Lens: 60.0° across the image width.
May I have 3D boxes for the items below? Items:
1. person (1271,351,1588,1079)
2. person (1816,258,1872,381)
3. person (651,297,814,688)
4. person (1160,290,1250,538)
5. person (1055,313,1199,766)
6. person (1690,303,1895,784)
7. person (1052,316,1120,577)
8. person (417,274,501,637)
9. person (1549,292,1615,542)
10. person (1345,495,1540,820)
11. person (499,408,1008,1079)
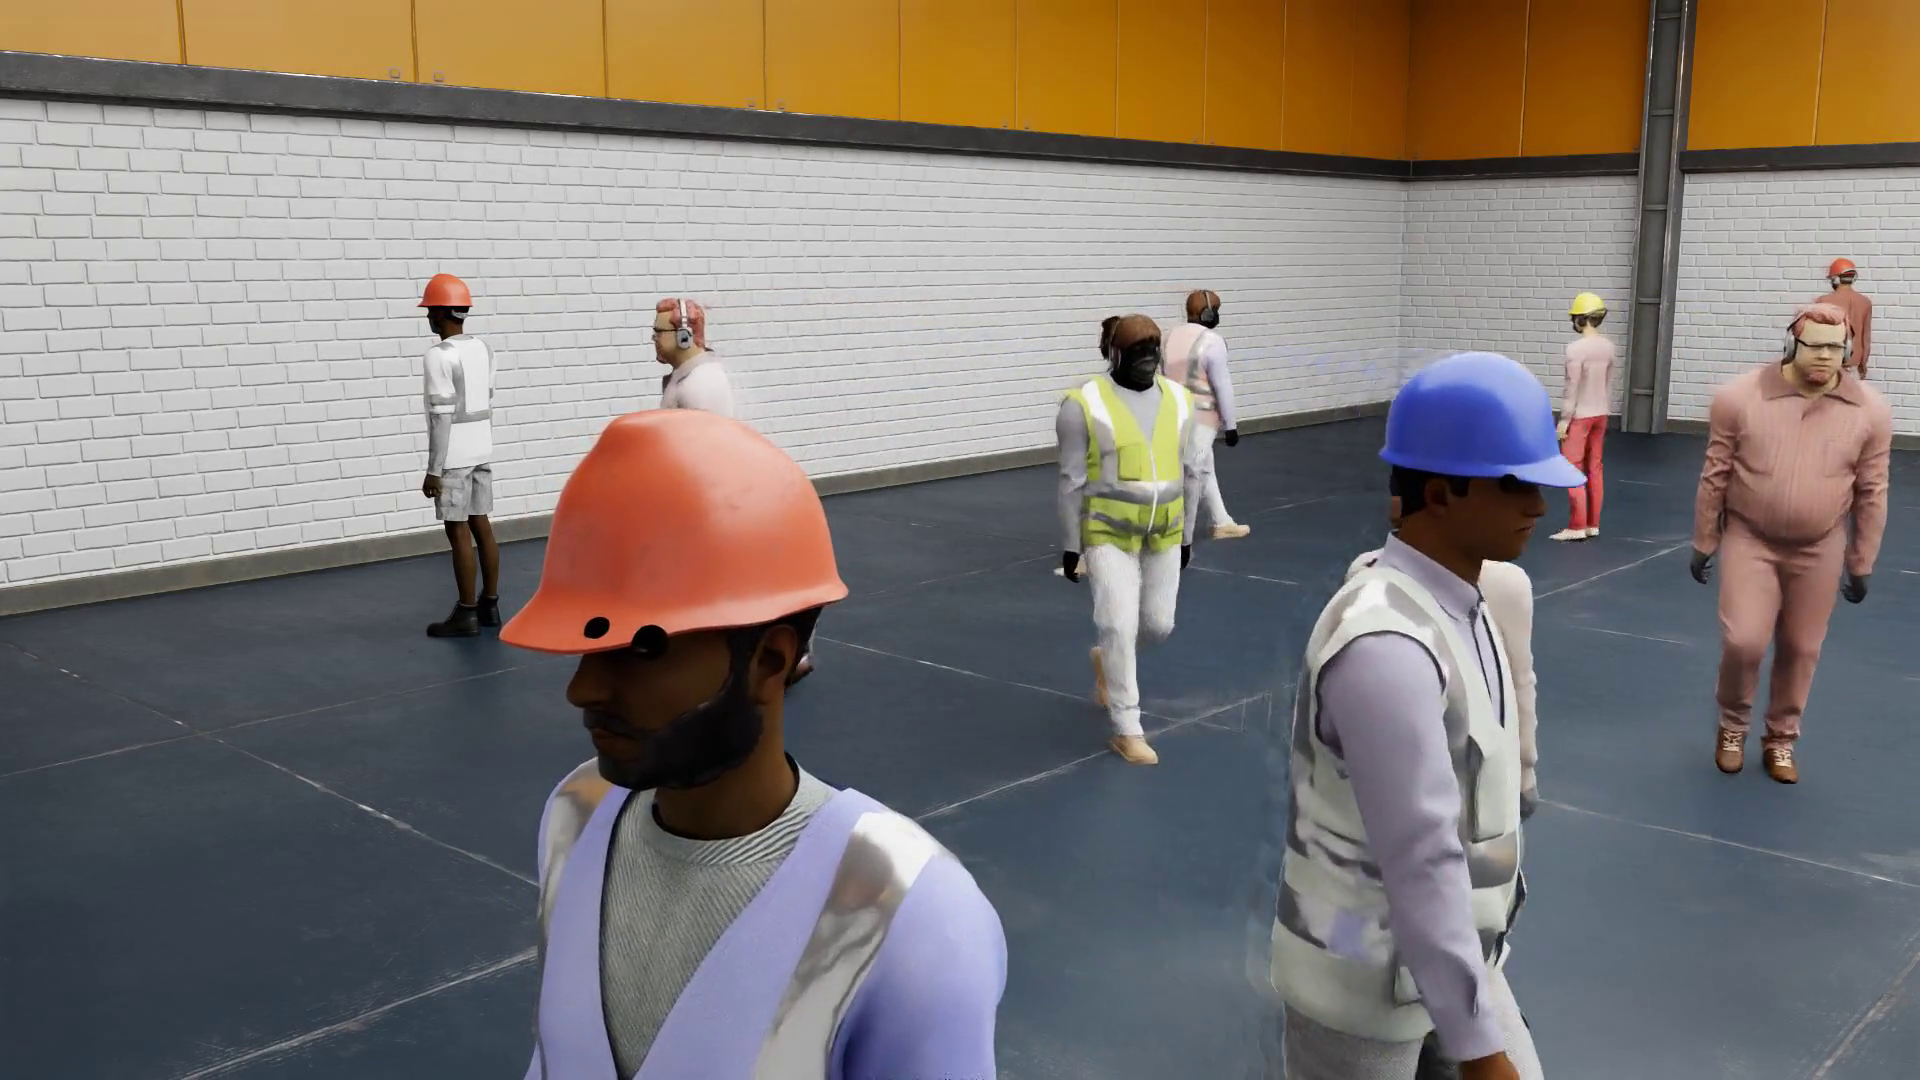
[{"bbox_3d":[0.802,0.679,2.562,0.846,1.911,0.612,6,12,32],"label":"person"},{"bbox_3d":[8.684,-1.790,16.479,0.668,1.971,0.465,-1,10,-8],"label":"person"},{"bbox_3d":[-1.133,-0.157,7.486,0.950,1.868,0.643,-1,10,-5],"label":"person"},{"bbox_3d":[1.655,-0.843,11.618,0.982,1.793,0.645,-5,11,-25],"label":"person"},{"bbox_3d":[0.677,-0.034,6.918,0.633,1.819,0.740,-4,11,-21],"label":"person"},{"bbox_3d":[3.180,0.030,6.396,0.657,1.871,0.514,3,10,16],"label":"person"},{"bbox_3d":[1.054,-0.586,10.520,0.867,1.665,0.531,0,10,0],"label":"person"},{"bbox_3d":[-2.696,-0.444,8.903,0.359,1.939,0.543,3,10,15],"label":"person"},{"bbox_3d":[4.423,-0.873,11.834,0.532,1.767,0.320,-7,12,-34],"label":"person"},{"bbox_3d":[1.125,0.559,4.094,0.628,1.615,0.497,-9,13,-42],"label":"person"},{"bbox_3d":[-0.227,0.842,1.578,0.542,1.939,0.365,7,12,35],"label":"person"}]
